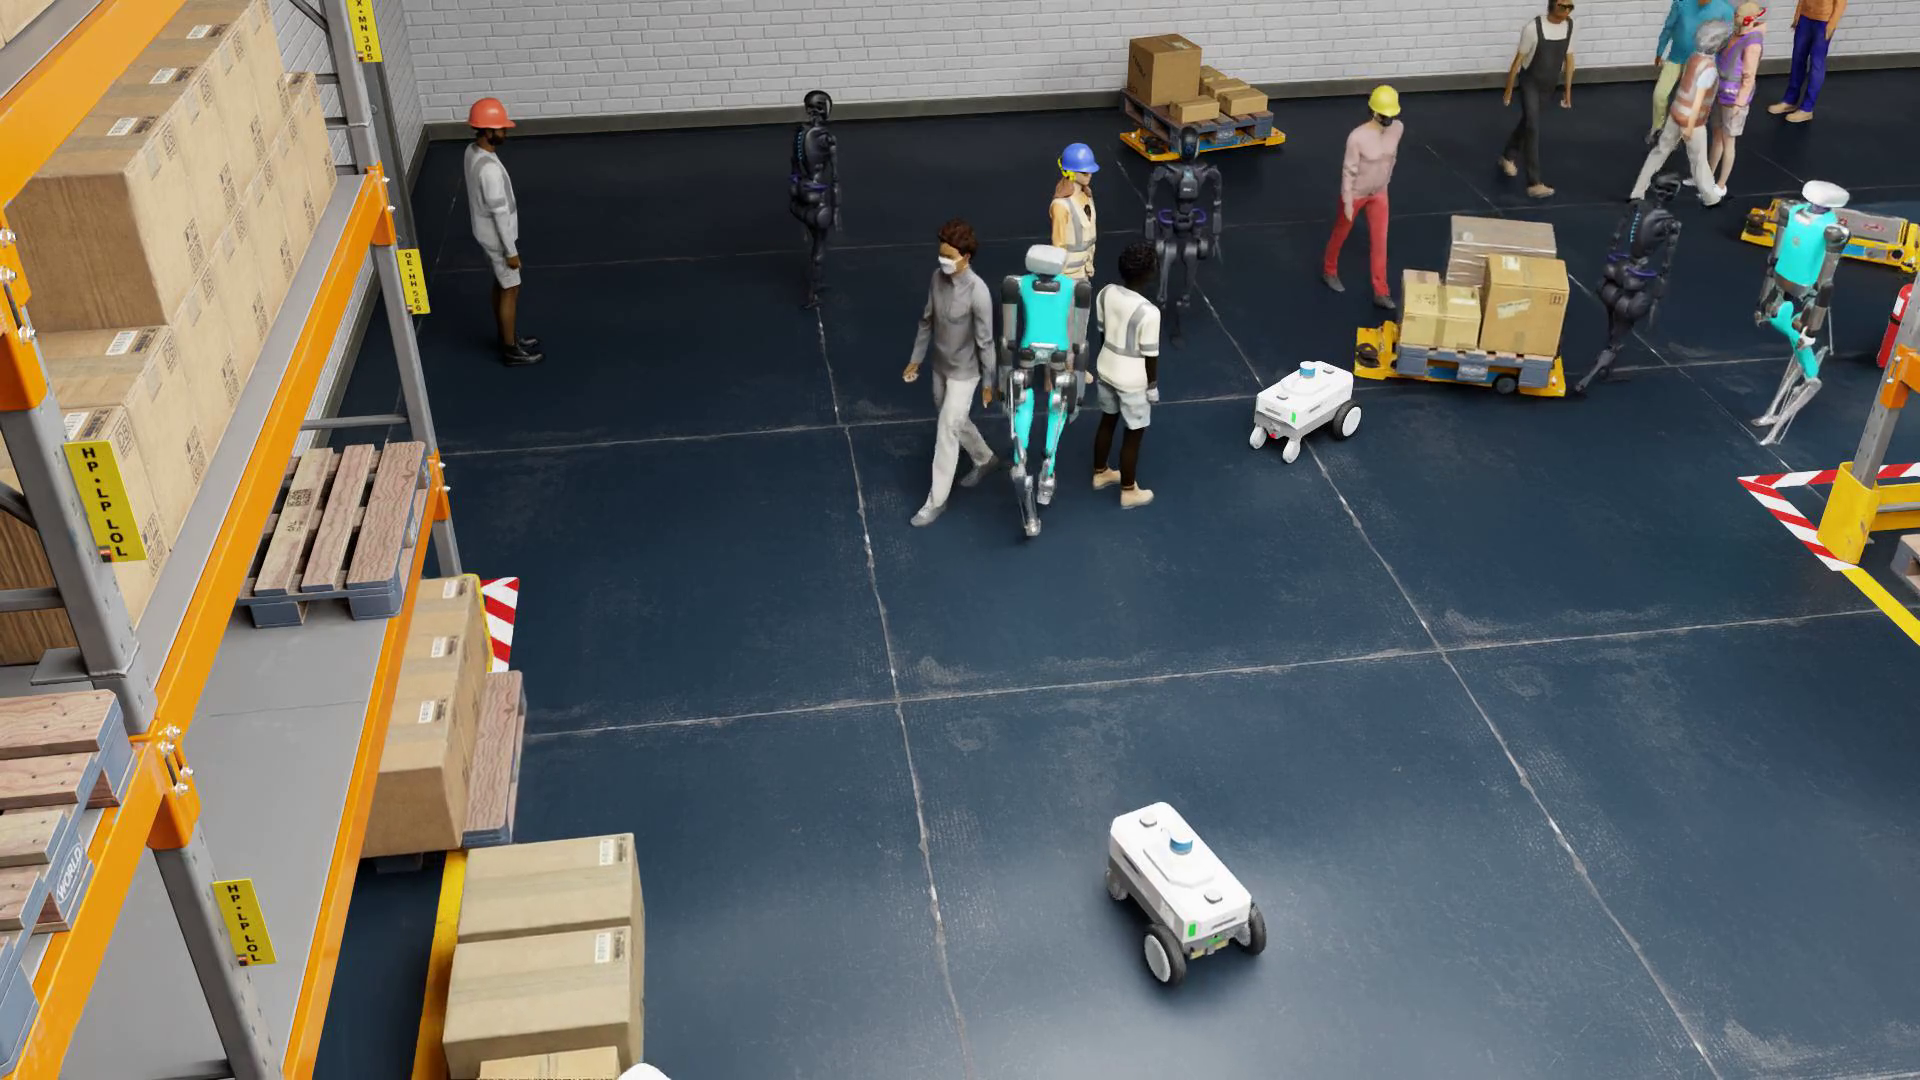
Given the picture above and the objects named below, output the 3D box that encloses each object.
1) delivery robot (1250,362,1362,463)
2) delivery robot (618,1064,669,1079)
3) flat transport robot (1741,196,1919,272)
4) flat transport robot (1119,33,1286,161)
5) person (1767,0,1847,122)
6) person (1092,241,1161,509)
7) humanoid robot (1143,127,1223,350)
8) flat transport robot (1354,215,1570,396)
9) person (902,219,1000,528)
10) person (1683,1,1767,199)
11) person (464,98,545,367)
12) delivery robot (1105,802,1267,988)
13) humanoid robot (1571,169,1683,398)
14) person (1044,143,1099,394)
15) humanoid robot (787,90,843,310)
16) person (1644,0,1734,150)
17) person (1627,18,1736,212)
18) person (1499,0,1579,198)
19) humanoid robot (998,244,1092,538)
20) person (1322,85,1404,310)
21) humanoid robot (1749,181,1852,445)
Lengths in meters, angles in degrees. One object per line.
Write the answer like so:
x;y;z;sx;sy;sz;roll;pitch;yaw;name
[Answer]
2.263;-0.894;10.949;0.774;0.581;0.499;-29;43;-36;delivery robot
-1.019;2.304;6.079;0.785;0.614;0.508;27;42;35;delivery robot
7.260;-2.519;13.713;1.431;0.231;0.659;17;37;24;flat transport robot
2.301;-3.860;15.768;1.431;0.231;0.659;-12;35;-18;flat transport robot
8.264;-5.050;16.038;0.407;1.974;0.516;-12;35;-17;person
1.010;-0.997;10.079;0.320;1.693;0.533;-19;37;-26;person
1.577;-2.139;11.843;0.604;1.654;0.308;-2;33;-3;humanoid robot
3.558;-1.313;11.864;1.431;0.231;0.659;7;34;11;flat transport robot
-0.026;-1.040;9.975;0.809;1.871;0.541;-22;39;-30;person
6.648;-3.800;14.368;0.348;1.687;0.482;0;33;0;person
-3.191;-2.131;11.609;0.387;1.926;0.545;-16;36;-22;person
0.962;1.523;7.261;0.499;0.598;0.777;-15;36;-22;delivery robot
4.490;-1.724;11.235;0.642;1.635;0.592;-12;35;-18;humanoid robot
0.764;-1.825;11.267;0.310;1.778;0.471;18;37;25;person
-1.094;-2.544;12.469;0.439;1.634;0.609;-25;41;-33;humanoid robot
6.693;-4.436;15.326;0.594;1.709;0.392;25;41;33;person
6.246;-3.580;14.070;0.865;1.638;0.429;-2;33;-3;person
5.052;-3.955;14.521;0.533;1.800;0.977;-7;34;-11;person
0.468;-0.765;9.676;0.530;1.744;0.876;3;33;4;humanoid robot
3.069;-2.576;12.465;0.536;1.711;0.903;-14;36;-20;person
5.510;-1.466;10.766;0.669;1.806;0.538;-11;35;-16;humanoid robot
